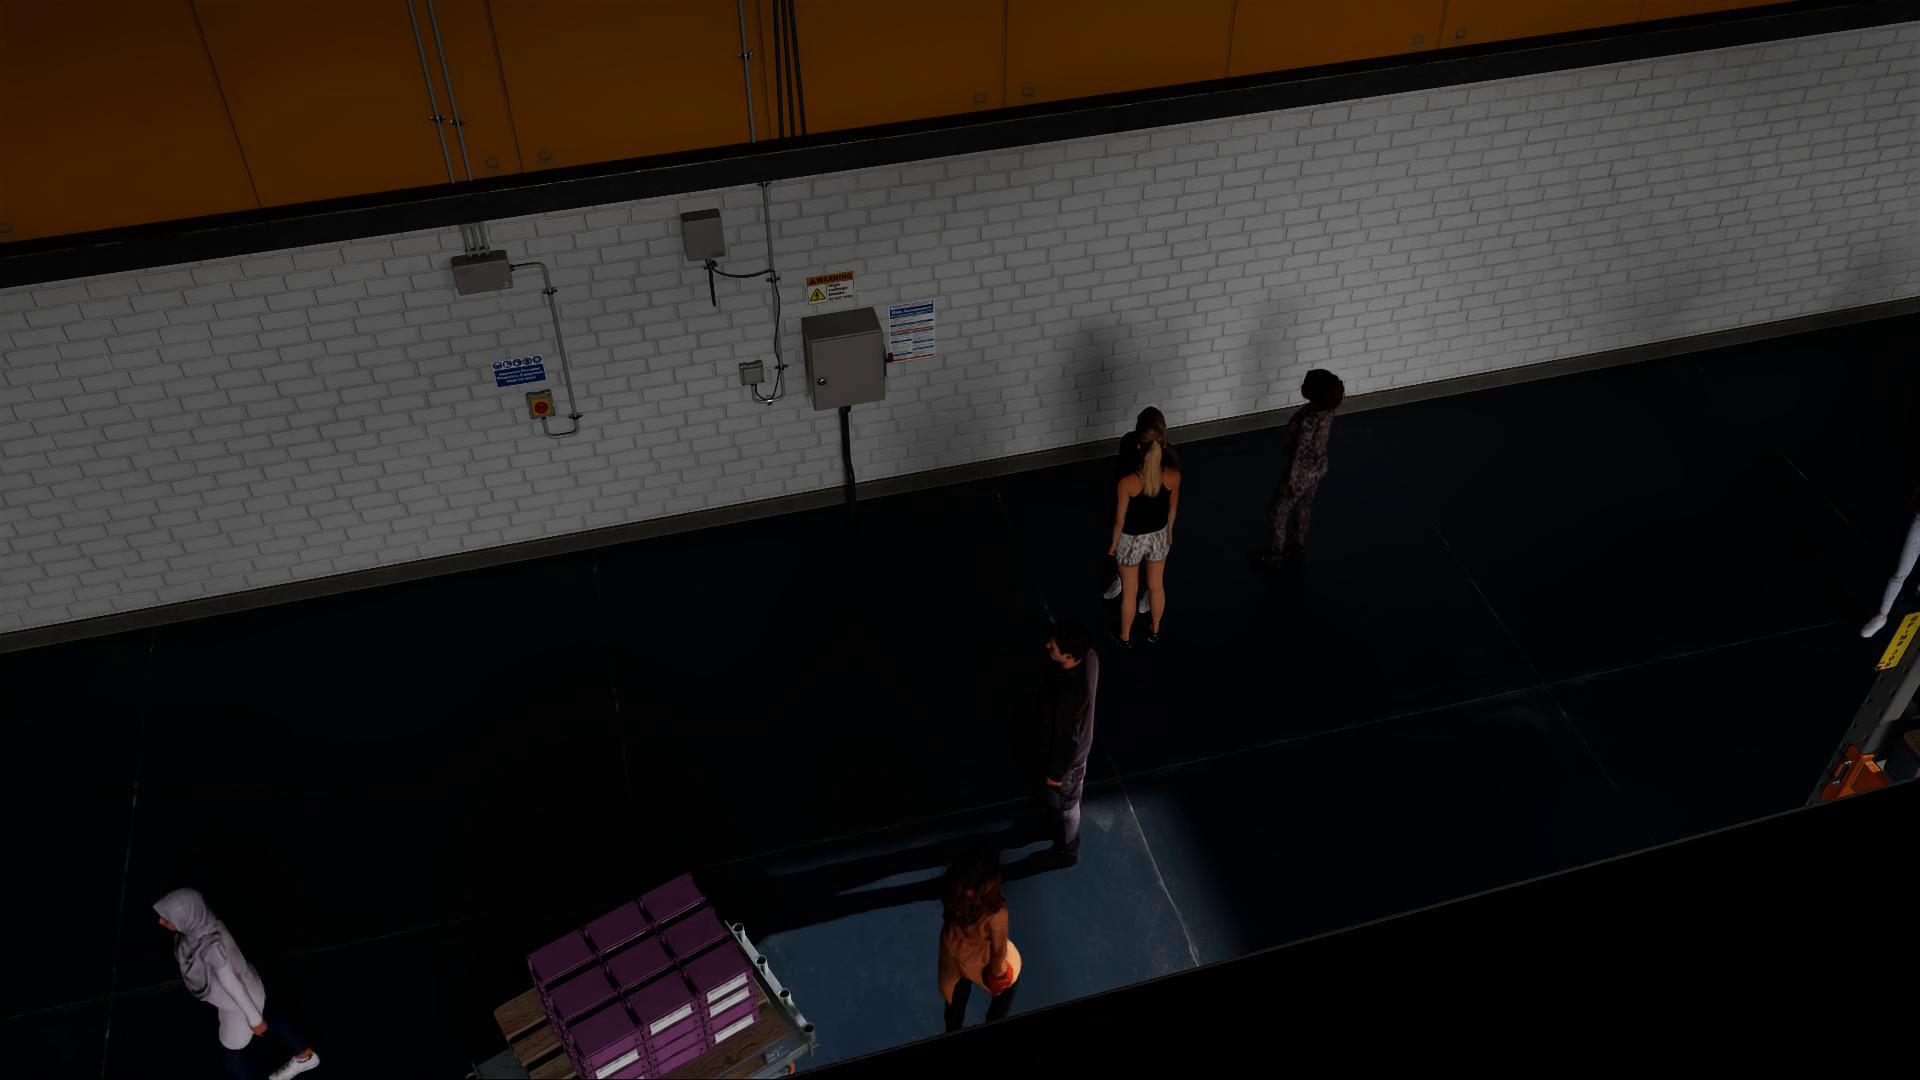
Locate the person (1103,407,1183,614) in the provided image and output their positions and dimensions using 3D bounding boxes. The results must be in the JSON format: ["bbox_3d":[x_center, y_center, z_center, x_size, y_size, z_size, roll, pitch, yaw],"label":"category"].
[{"bbox_3d":[1.231,-0.218,11.082,0.661,1.703,0.730,23,48,23],"label":"person"}]

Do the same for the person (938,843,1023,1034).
[{"bbox_3d":[0.012,2.191,8.550,0.826,1.707,0.914,29,51,27],"label":"person"}]

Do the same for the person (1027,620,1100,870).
[{"bbox_3d":[0.600,1.146,9.473,0.837,1.946,0.675,5,44,5],"label":"person"}]

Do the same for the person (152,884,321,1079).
[{"bbox_3d":[-3.589,2.265,8.435,0.858,1.758,0.855,-27,50,-26],"label":"person"}]

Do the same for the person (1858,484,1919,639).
[{"bbox_3d":[6.469,-0.106,10.945,0.958,1.729,1.083,-30,51,-28],"label":"person"}]

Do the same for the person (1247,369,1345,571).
[{"bbox_3d":[2.397,-0.462,11.333,0.804,1.709,0.743,27,50,25],"label":"person"}]

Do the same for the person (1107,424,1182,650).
[{"bbox_3d":[1.188,-0.017,10.767,0.594,1.844,0.515,-9,44,-9],"label":"person"}]
